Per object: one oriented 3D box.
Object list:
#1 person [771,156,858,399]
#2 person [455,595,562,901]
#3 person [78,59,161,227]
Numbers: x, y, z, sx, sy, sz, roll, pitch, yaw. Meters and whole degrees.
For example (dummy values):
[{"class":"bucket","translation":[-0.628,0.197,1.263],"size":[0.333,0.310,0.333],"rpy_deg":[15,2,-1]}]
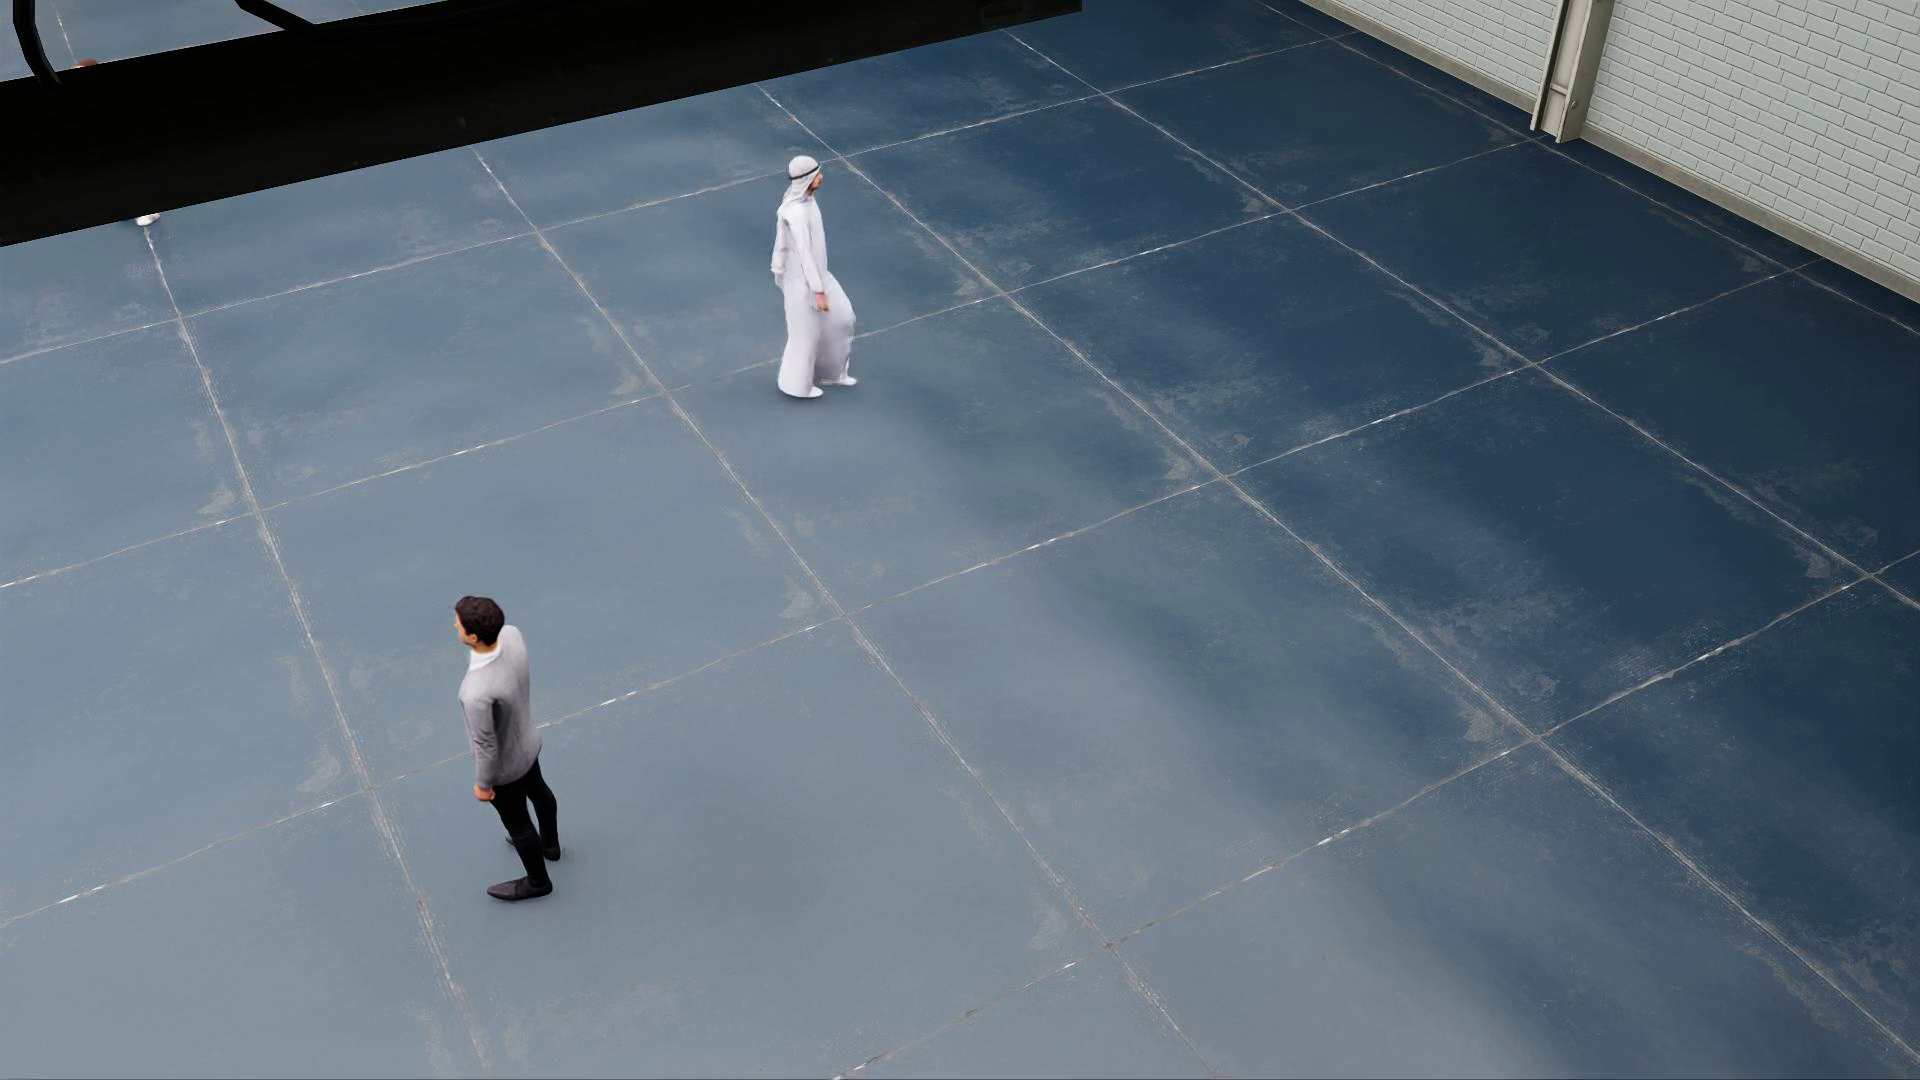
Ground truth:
[{"class":"person","translation":[-1.205,-1.871,12.029],"size":[0.974,1.905,0.924],"rpy_deg":[6,38,7]},{"class":"person","translation":[-2.253,1.034,8.301],"size":[0.898,1.923,0.799],"rpy_deg":[4,38,5]},{"class":"person","translation":[-7.300,-3.451,14.400],"size":[0.582,1.473,0.684],"rpy_deg":[18,41,22]}]
